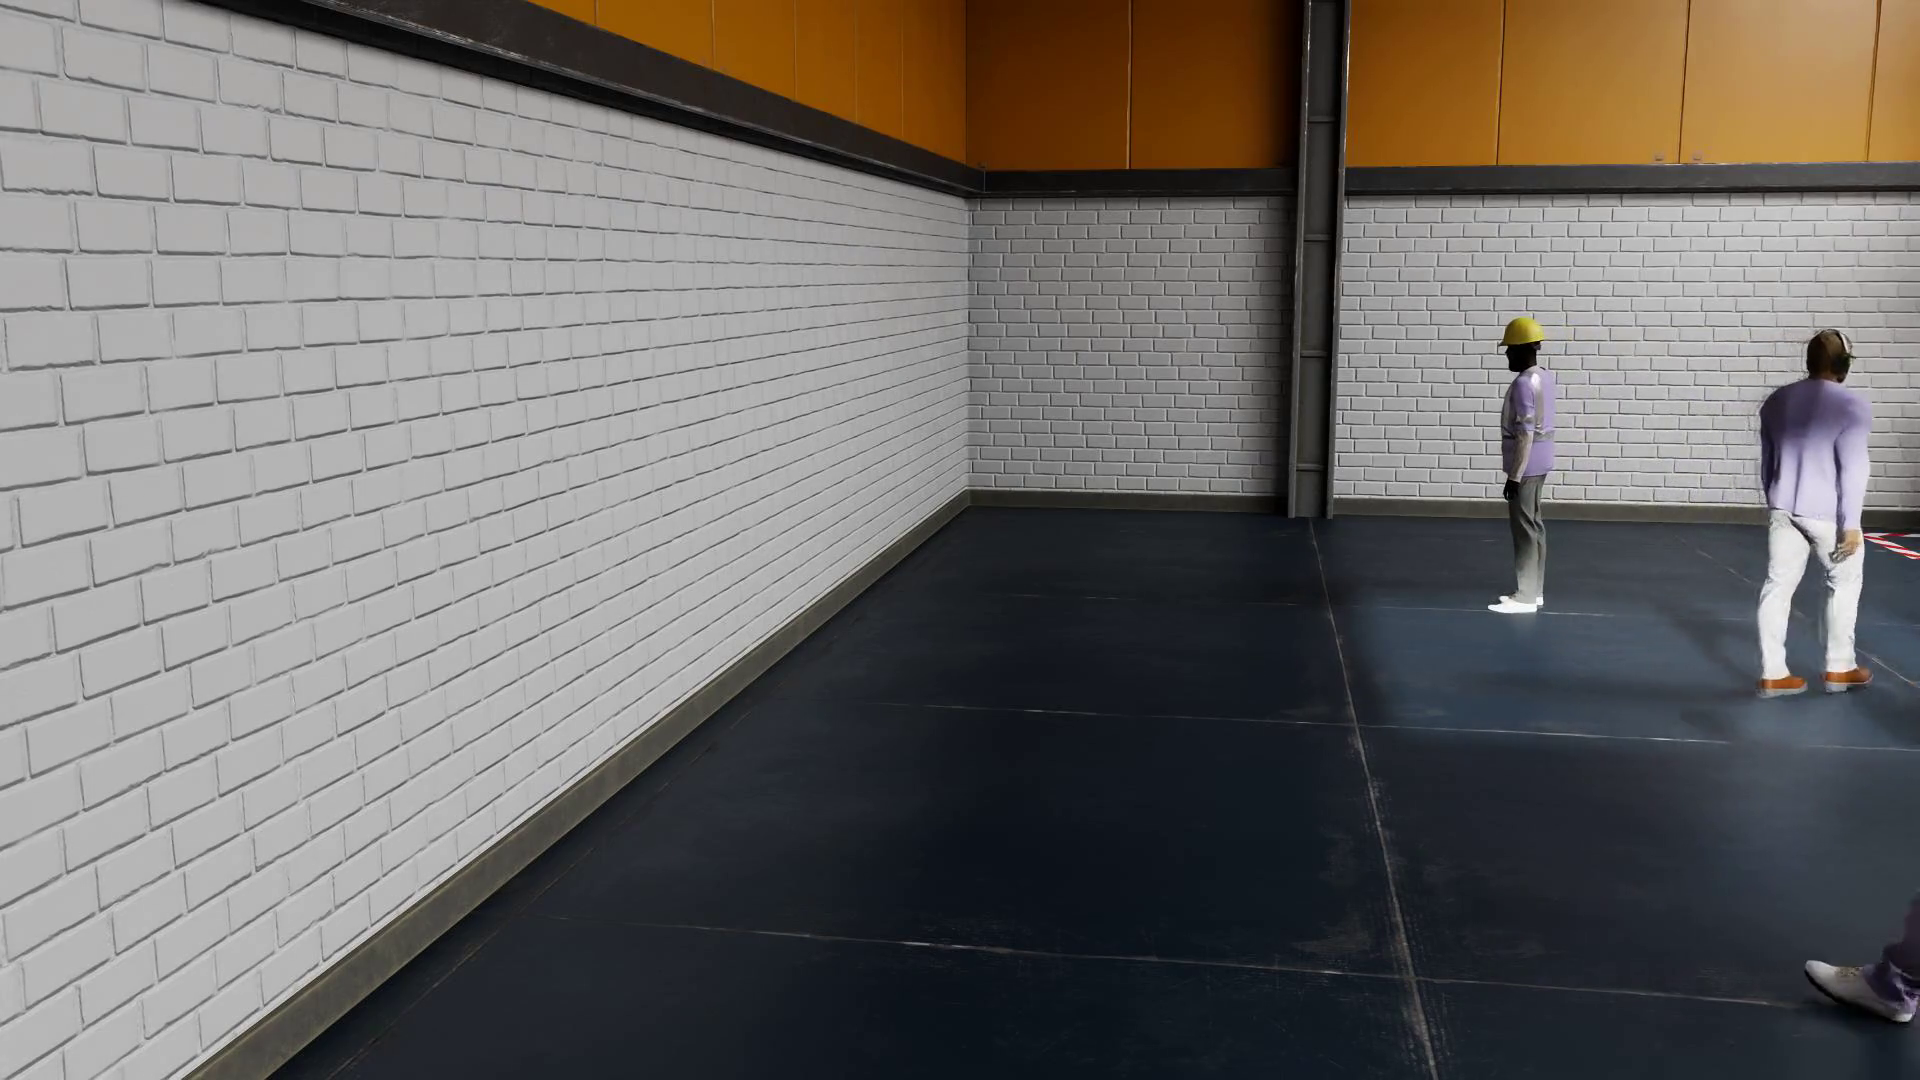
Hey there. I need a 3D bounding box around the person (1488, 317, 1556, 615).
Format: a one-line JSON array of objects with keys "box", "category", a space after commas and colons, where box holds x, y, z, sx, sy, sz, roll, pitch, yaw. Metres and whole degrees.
[{"box": [3.649, -0.479, 10.815, 0.385, 1.922, 0.594, 6, 11, 32], "category": "person"}]

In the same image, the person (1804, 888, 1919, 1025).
[{"box": [3.042, 0.552, 4.650, 0.645, 1.853, 1.011, -8, 12, -40], "category": "person"}]

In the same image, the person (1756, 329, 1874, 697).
[{"box": [4.532, -0.136, 8.710, 0.810, 1.913, 0.653, -5, 10, -27], "category": "person"}]
